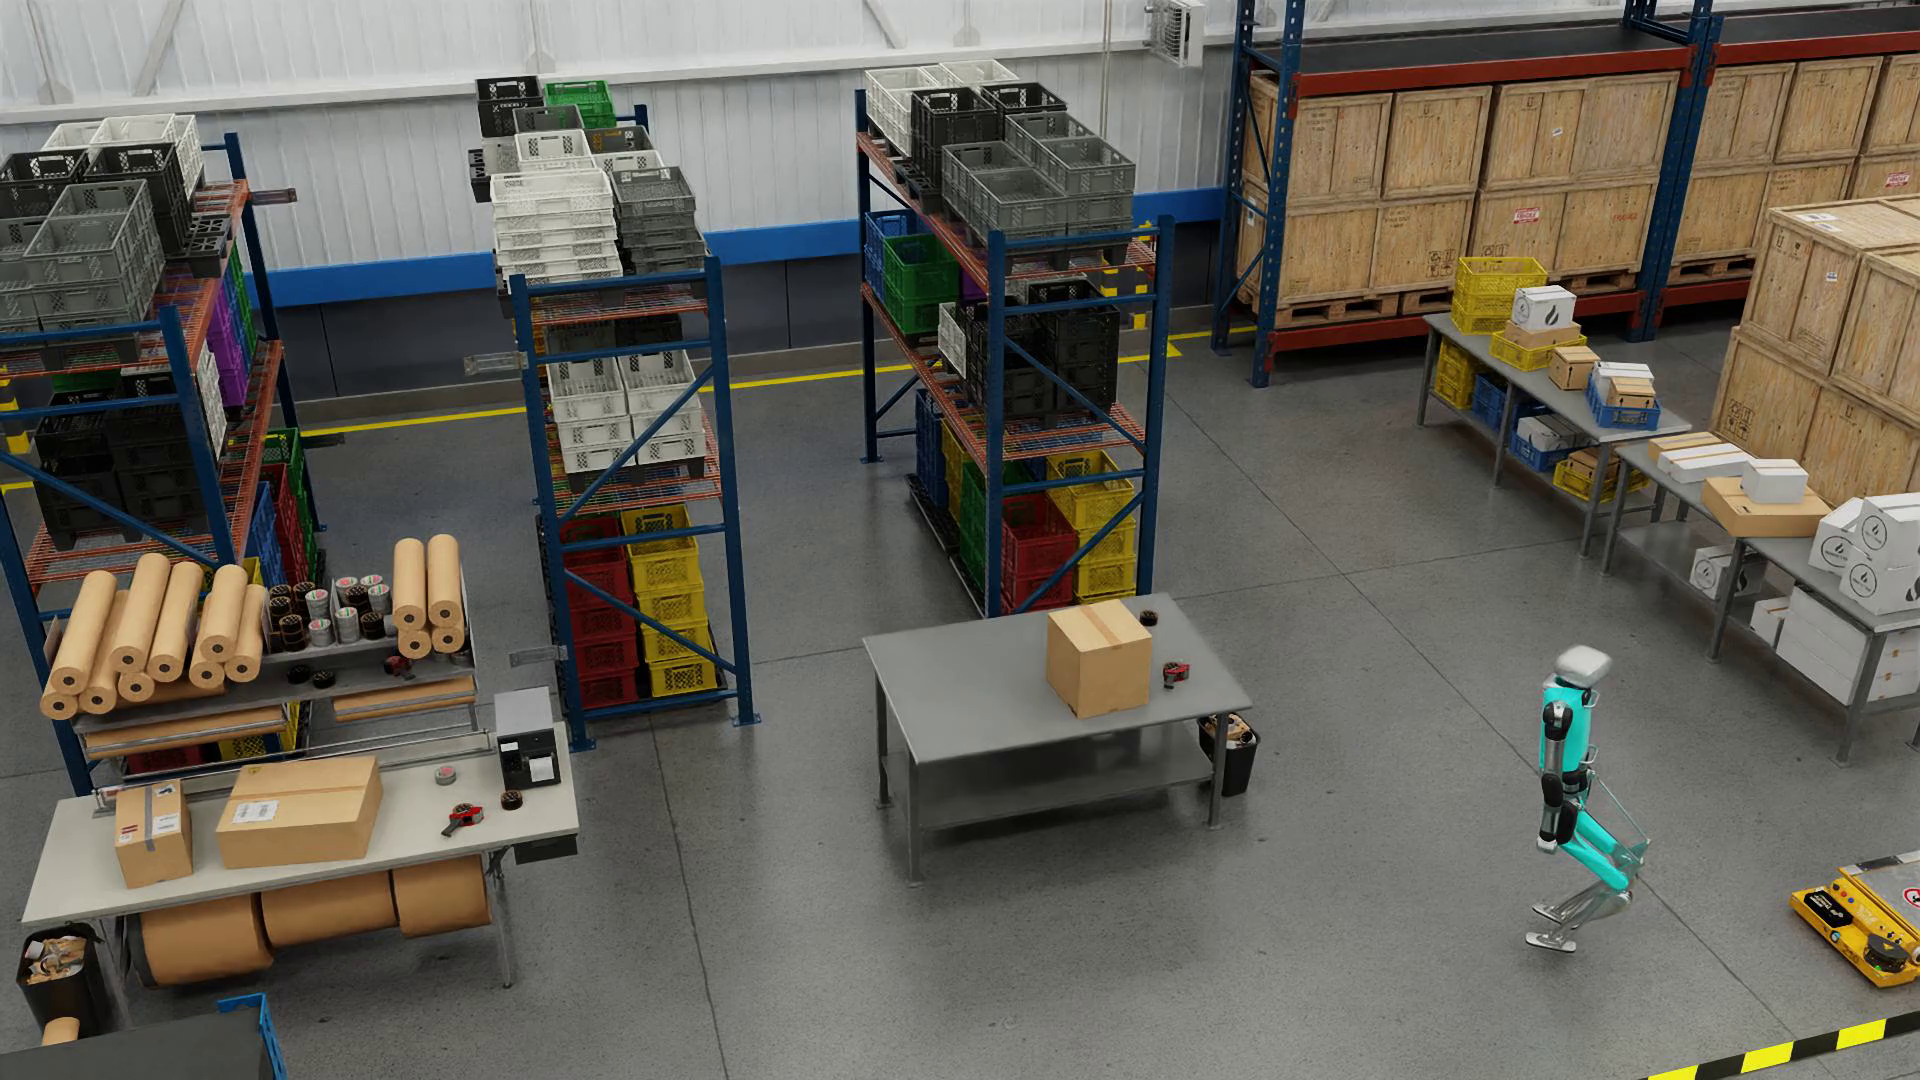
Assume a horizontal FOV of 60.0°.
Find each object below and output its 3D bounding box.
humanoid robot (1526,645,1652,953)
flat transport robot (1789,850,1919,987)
[{"bbox_3d":[3.115,1.318,8.104,0.735,1.673,0.533,16,32,26],"label":"humanoid robot"},{"bbox_3d":[5.163,1.916,8.676,1.431,0.231,0.659,-8,30,-14],"label":"flat transport robot"}]
